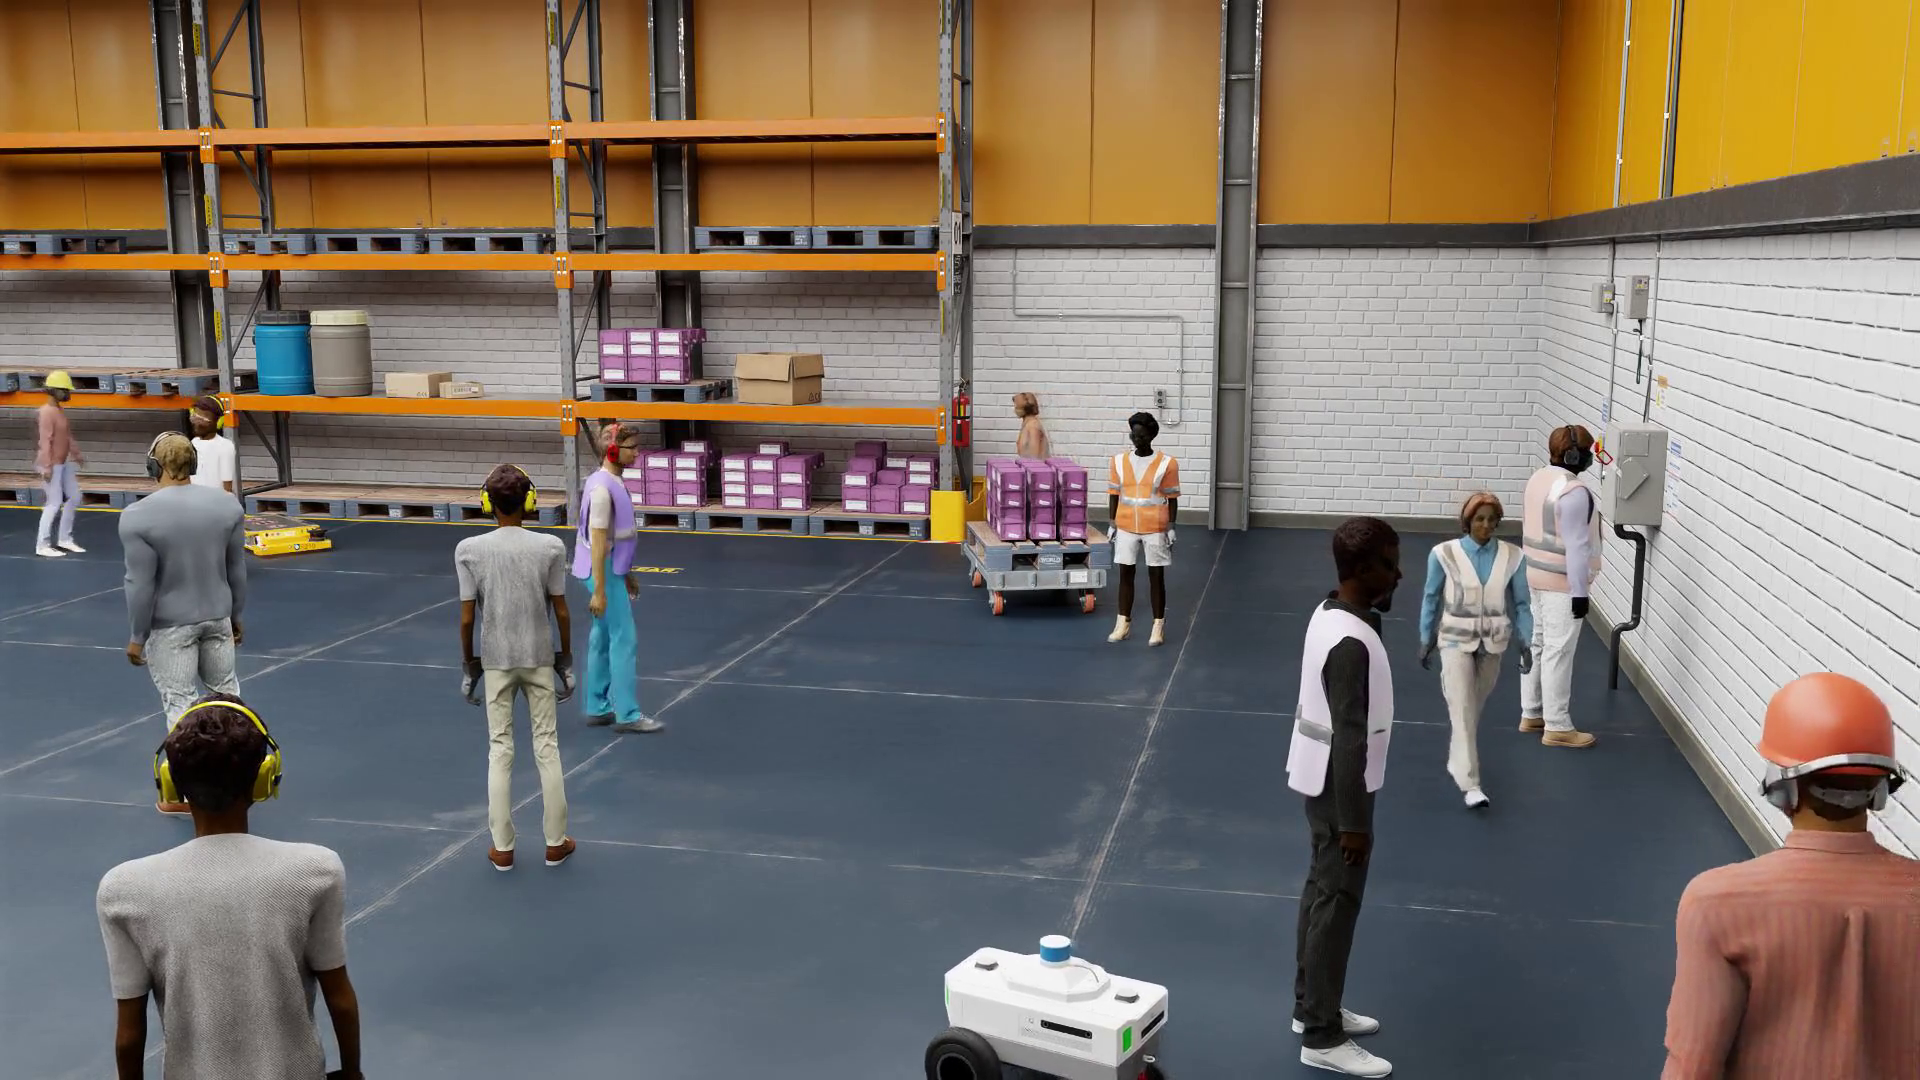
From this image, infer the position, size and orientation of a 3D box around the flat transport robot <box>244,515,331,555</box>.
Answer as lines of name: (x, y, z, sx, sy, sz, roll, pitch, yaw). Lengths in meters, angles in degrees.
flat transport robot: (-6.701, -0.067, 16.131, 0.652, 0.197, 1.431, -8, 13, -41)

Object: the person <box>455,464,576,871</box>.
person: (-2.016, 0.581, 7.595, 0.508, 1.865, 0.329, -2, 10, -13)

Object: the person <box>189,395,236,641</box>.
person: (-5.329, -0.117, 11.834, 0.625, 1.833, 0.325, 7, 12, 36)

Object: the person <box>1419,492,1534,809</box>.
person: (2.658, 0.555, 8.516, 0.541, 1.587, 0.848, 0, 10, -2)

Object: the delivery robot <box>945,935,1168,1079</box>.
delivery robot: (0.315, 1.544, 5.461, 0.707, 0.478, 0.477, 5, 11, 30)

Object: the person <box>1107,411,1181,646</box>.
person: (1.312, -0.076, 12.004, 0.550, 1.695, 0.318, 4, 10, 23)

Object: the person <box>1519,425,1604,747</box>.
person: (3.462, 0.254, 9.589, 0.430, 1.845, 0.623, -1, 10, -4)

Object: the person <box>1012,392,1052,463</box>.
person: (0.793, -0.564, 15.182, 0.740, 1.601, 0.523, -2, 10, -11)

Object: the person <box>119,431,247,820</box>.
person: (-3.851, 0.423, 8.300, 0.372, 1.941, 0.627, 7, 12, 36)

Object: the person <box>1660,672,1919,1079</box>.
person: (1.696, 1.242, 3.354, 0.630, 1.976, 0.580, 1, 10, 7)

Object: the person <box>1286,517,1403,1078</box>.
person: (1.318, 0.866, 5.747, 0.376, 1.915, 0.600, 1, 10, 7)

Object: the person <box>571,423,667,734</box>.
person: (-1.963, 0.230, 9.812, 0.650, 1.824, 0.584, -1, 10, -7)

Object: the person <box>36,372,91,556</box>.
person: (-8.507, -0.717, 15.678, 0.489, 1.727, 0.558, -2, 10, -14)

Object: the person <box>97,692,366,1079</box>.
person: (-1.548, 1.252, 3.626, 0.508, 1.862, 0.328, -3, 10, -19)
